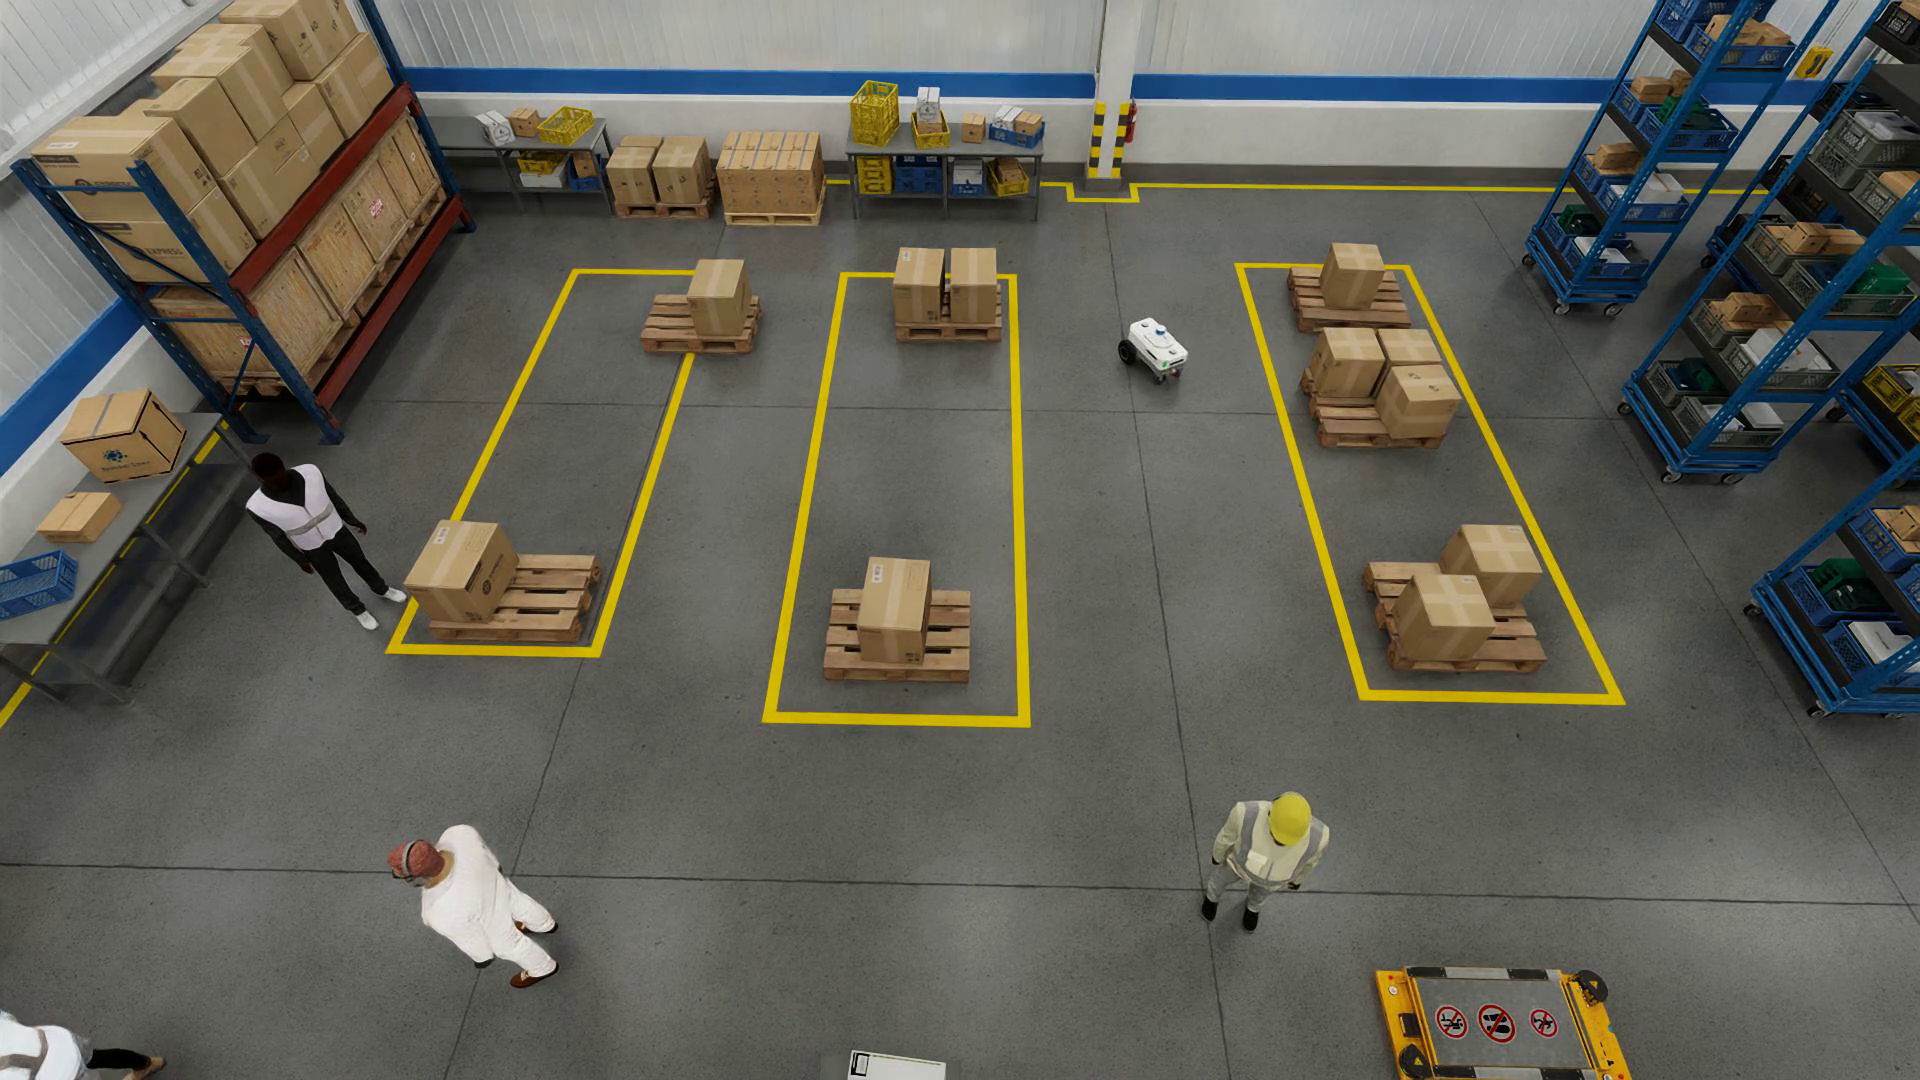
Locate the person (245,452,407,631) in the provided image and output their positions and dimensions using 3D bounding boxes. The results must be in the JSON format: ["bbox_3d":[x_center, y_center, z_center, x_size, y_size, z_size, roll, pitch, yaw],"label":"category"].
[{"bbox_3d":[-5.165,-0.024,7.437,0.398,1.913,0.589,23,54,18],"label":"person"}]

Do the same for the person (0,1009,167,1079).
[{"bbox_3d":[-5.129,2.956,5.146,0.320,1.694,0.539,-36,59,-26],"label":"person"}]

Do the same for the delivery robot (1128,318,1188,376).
[{"bbox_3d":[2.143,-2.104,9.943,0.477,0.478,0.707,-22,54,-17],"label":"delivery robot"}]

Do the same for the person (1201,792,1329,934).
[{"bbox_3d":[1.896,2.044,5.809,0.595,1.826,0.403,14,52,11],"label":"person"}]

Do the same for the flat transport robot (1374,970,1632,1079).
[{"bbox_3d":[3.501,3.133,5.914,1.431,0.197,0.652,1,51,1],"label":"flat transport robot"}]

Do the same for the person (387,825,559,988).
[{"bbox_3d":[-2.928,2.253,5.585,0.404,1.904,0.651,-10,52,-8],"label":"person"}]
